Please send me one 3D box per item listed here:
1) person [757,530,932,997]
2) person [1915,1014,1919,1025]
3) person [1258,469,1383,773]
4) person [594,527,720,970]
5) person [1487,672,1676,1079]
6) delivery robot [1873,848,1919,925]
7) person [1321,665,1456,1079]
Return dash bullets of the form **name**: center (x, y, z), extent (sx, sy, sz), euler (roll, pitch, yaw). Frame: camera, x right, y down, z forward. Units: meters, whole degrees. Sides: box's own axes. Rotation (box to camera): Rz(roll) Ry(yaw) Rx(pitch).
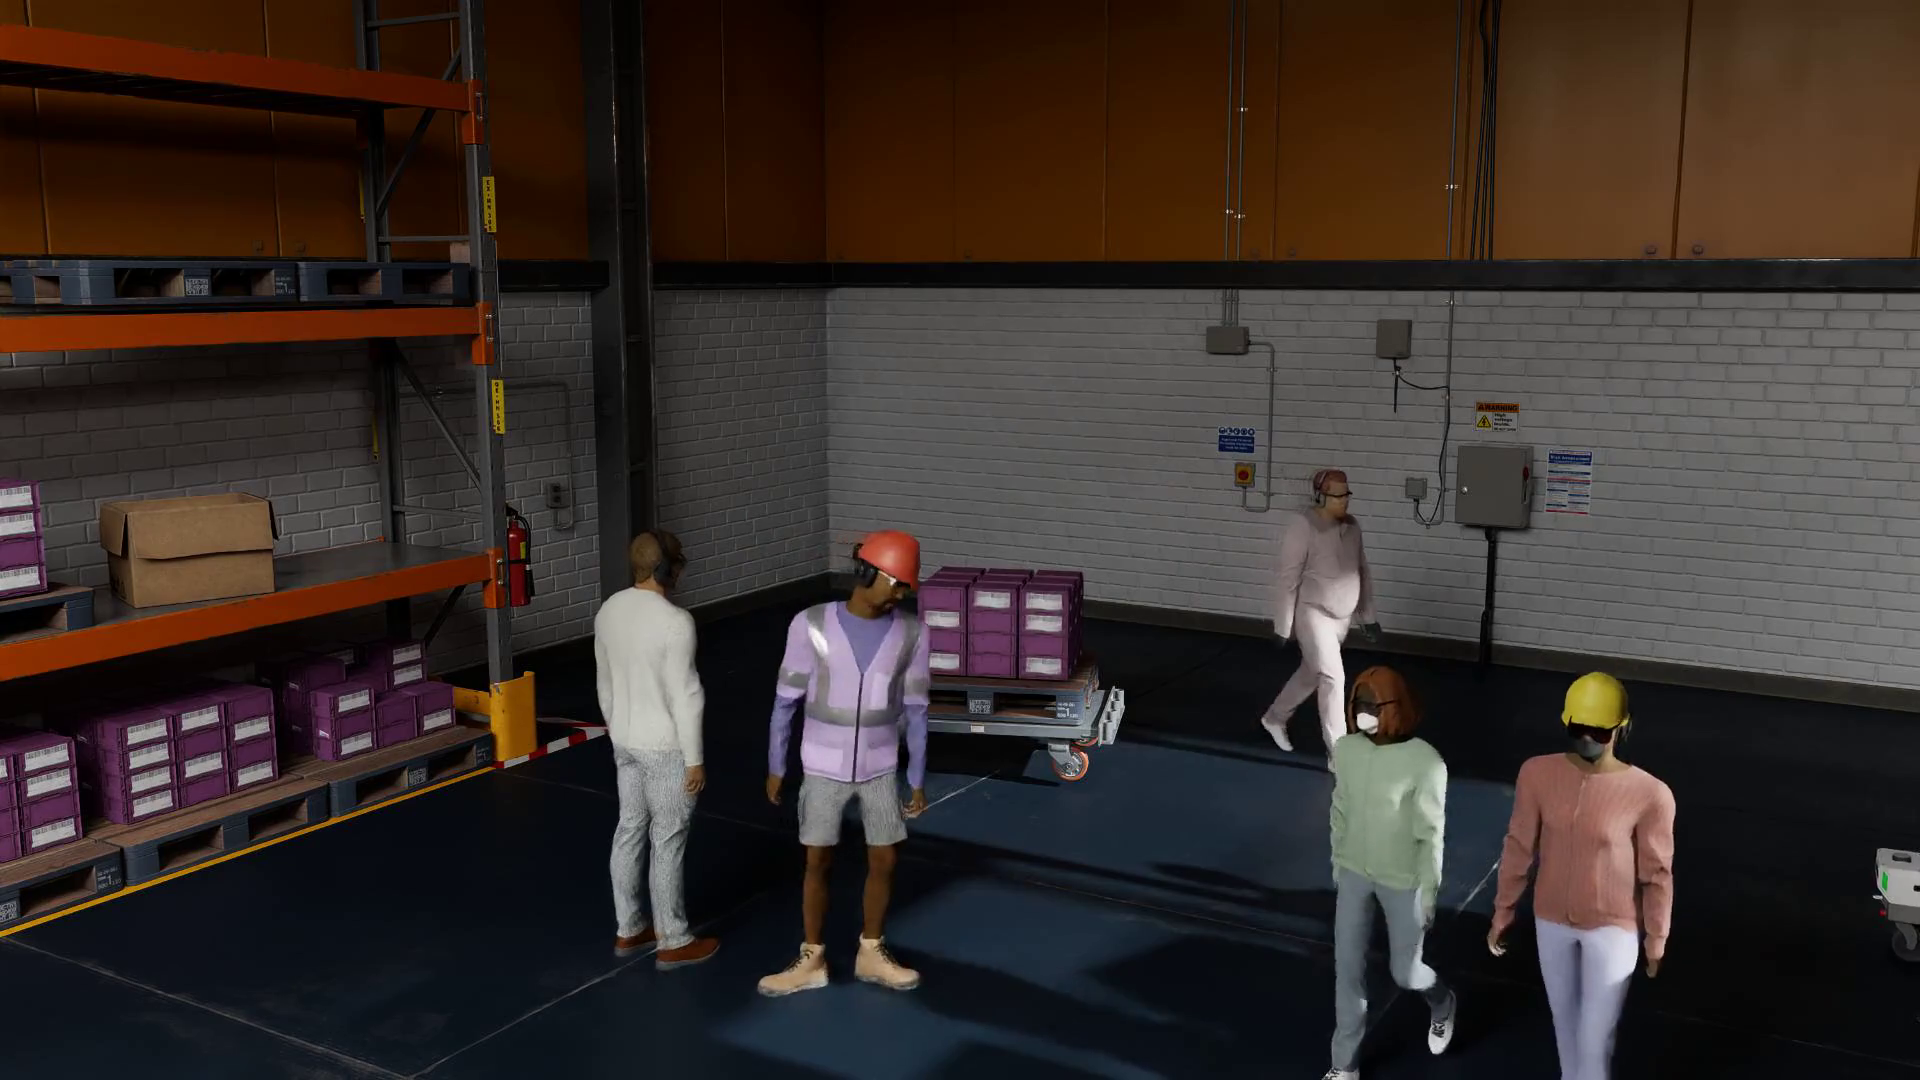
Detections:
- **person**: center (-0.497, 0.947, 6.895), extent (0.772, 2.000, 0.367), euler (-2, 9, -11)
- **person**: center (4.067, 1.112, 6.573), extent (0.529, 1.761, 0.339), euler (-4, 10, -22)
- **person**: center (2.187, 0.472, 10.244), extent (0.641, 1.866, 0.947), euler (-8, 12, -43)
- **person**: center (-1.336, 0.905, 7.291), extent (0.635, 1.937, 0.353), euler (8, 12, 41)
- **person**: center (2.009, 1.298, 5.478), extent (0.530, 1.741, 0.768), euler (9, 13, 44)
- **delivery robot**: center (4.433, 1.542, 7.329), extent (0.707, 0.478, 0.477), euler (4, 10, 26)
- **person**: center (1.602, 1.247, 6.174), extent (0.664, 1.610, 0.515), euler (-8, 12, -41)
